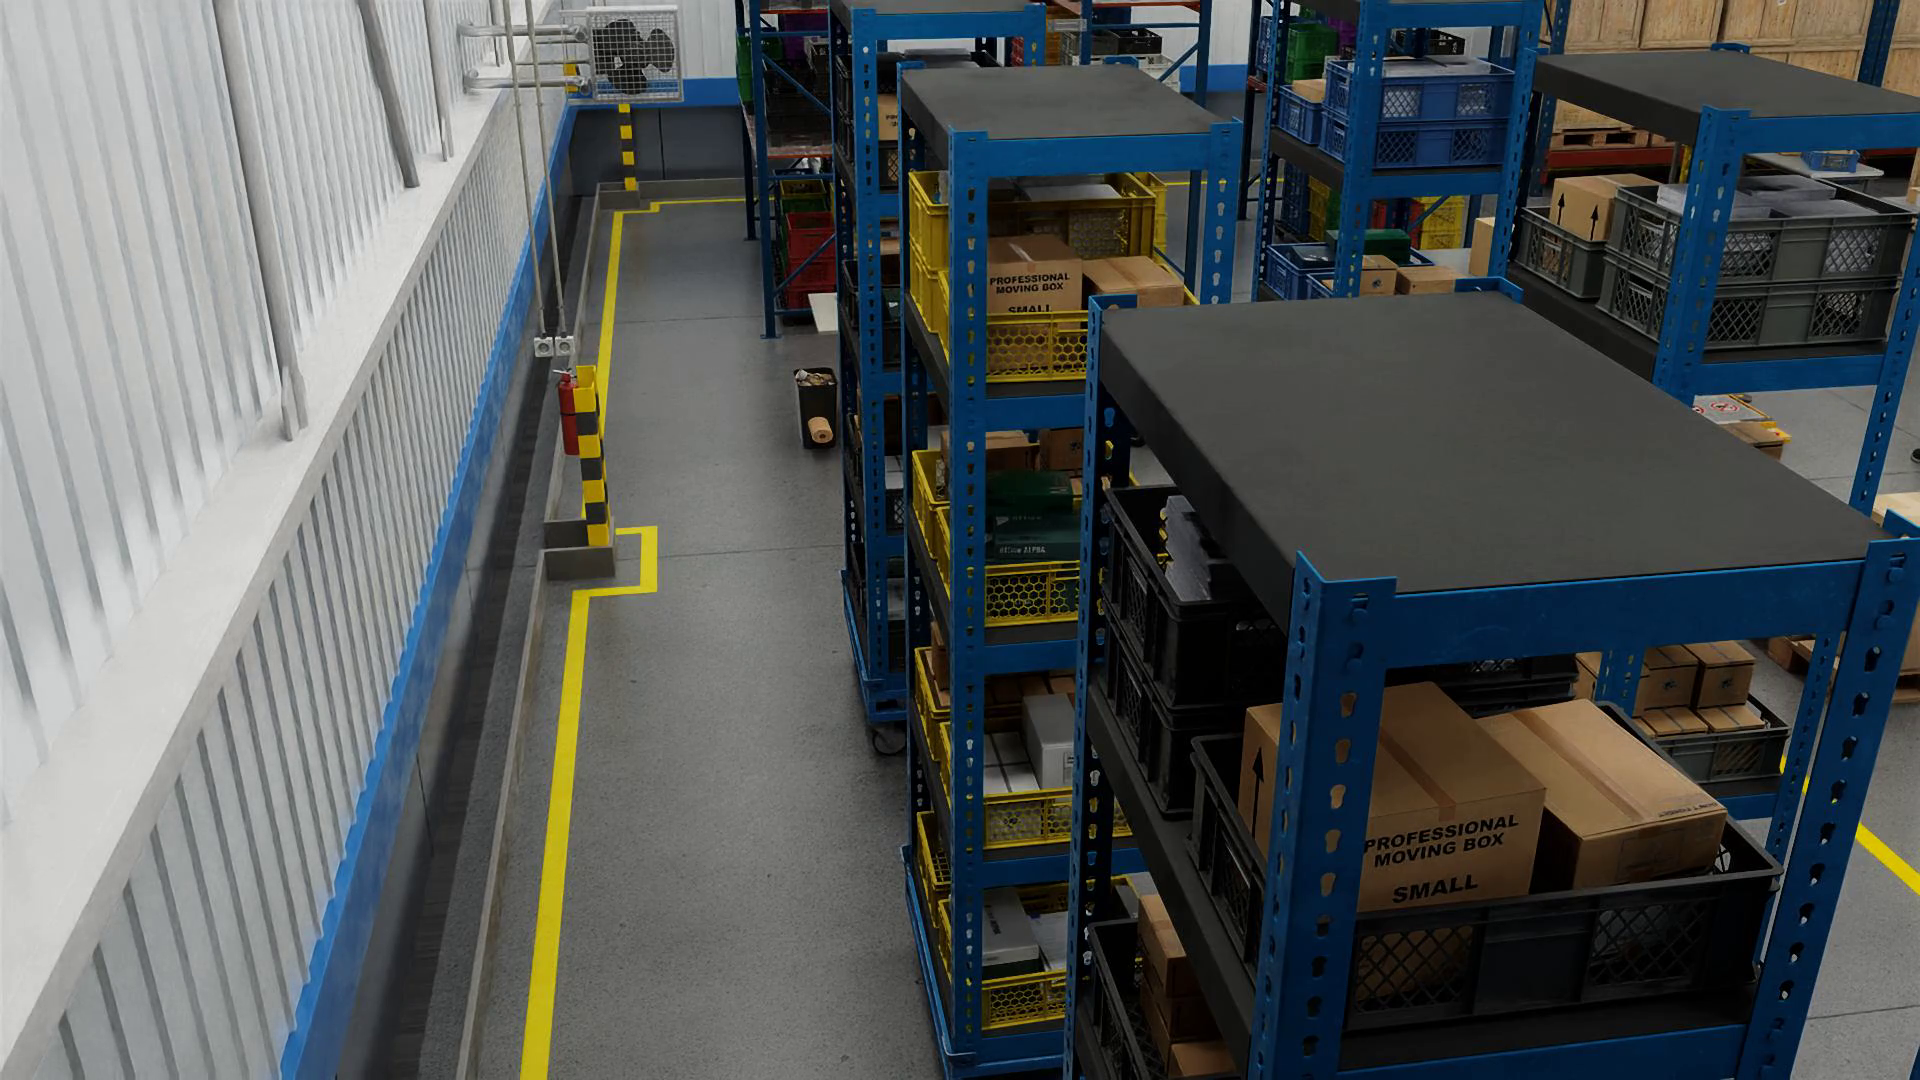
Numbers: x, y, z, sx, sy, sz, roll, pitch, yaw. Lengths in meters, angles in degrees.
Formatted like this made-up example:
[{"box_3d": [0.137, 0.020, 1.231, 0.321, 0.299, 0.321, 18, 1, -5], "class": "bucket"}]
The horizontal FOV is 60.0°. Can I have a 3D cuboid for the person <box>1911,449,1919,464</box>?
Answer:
[{"box_3d": [6.937, -1.354, 11.353, 0.603, 1.830, 0.404, 5, 25, 11], "class": "person"}]

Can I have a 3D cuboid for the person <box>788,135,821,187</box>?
[{"box_3d": [-1.742, -4.601, 18.351, 0.353, 1.884, 0.577, 15, 28, 29], "class": "person"}]
